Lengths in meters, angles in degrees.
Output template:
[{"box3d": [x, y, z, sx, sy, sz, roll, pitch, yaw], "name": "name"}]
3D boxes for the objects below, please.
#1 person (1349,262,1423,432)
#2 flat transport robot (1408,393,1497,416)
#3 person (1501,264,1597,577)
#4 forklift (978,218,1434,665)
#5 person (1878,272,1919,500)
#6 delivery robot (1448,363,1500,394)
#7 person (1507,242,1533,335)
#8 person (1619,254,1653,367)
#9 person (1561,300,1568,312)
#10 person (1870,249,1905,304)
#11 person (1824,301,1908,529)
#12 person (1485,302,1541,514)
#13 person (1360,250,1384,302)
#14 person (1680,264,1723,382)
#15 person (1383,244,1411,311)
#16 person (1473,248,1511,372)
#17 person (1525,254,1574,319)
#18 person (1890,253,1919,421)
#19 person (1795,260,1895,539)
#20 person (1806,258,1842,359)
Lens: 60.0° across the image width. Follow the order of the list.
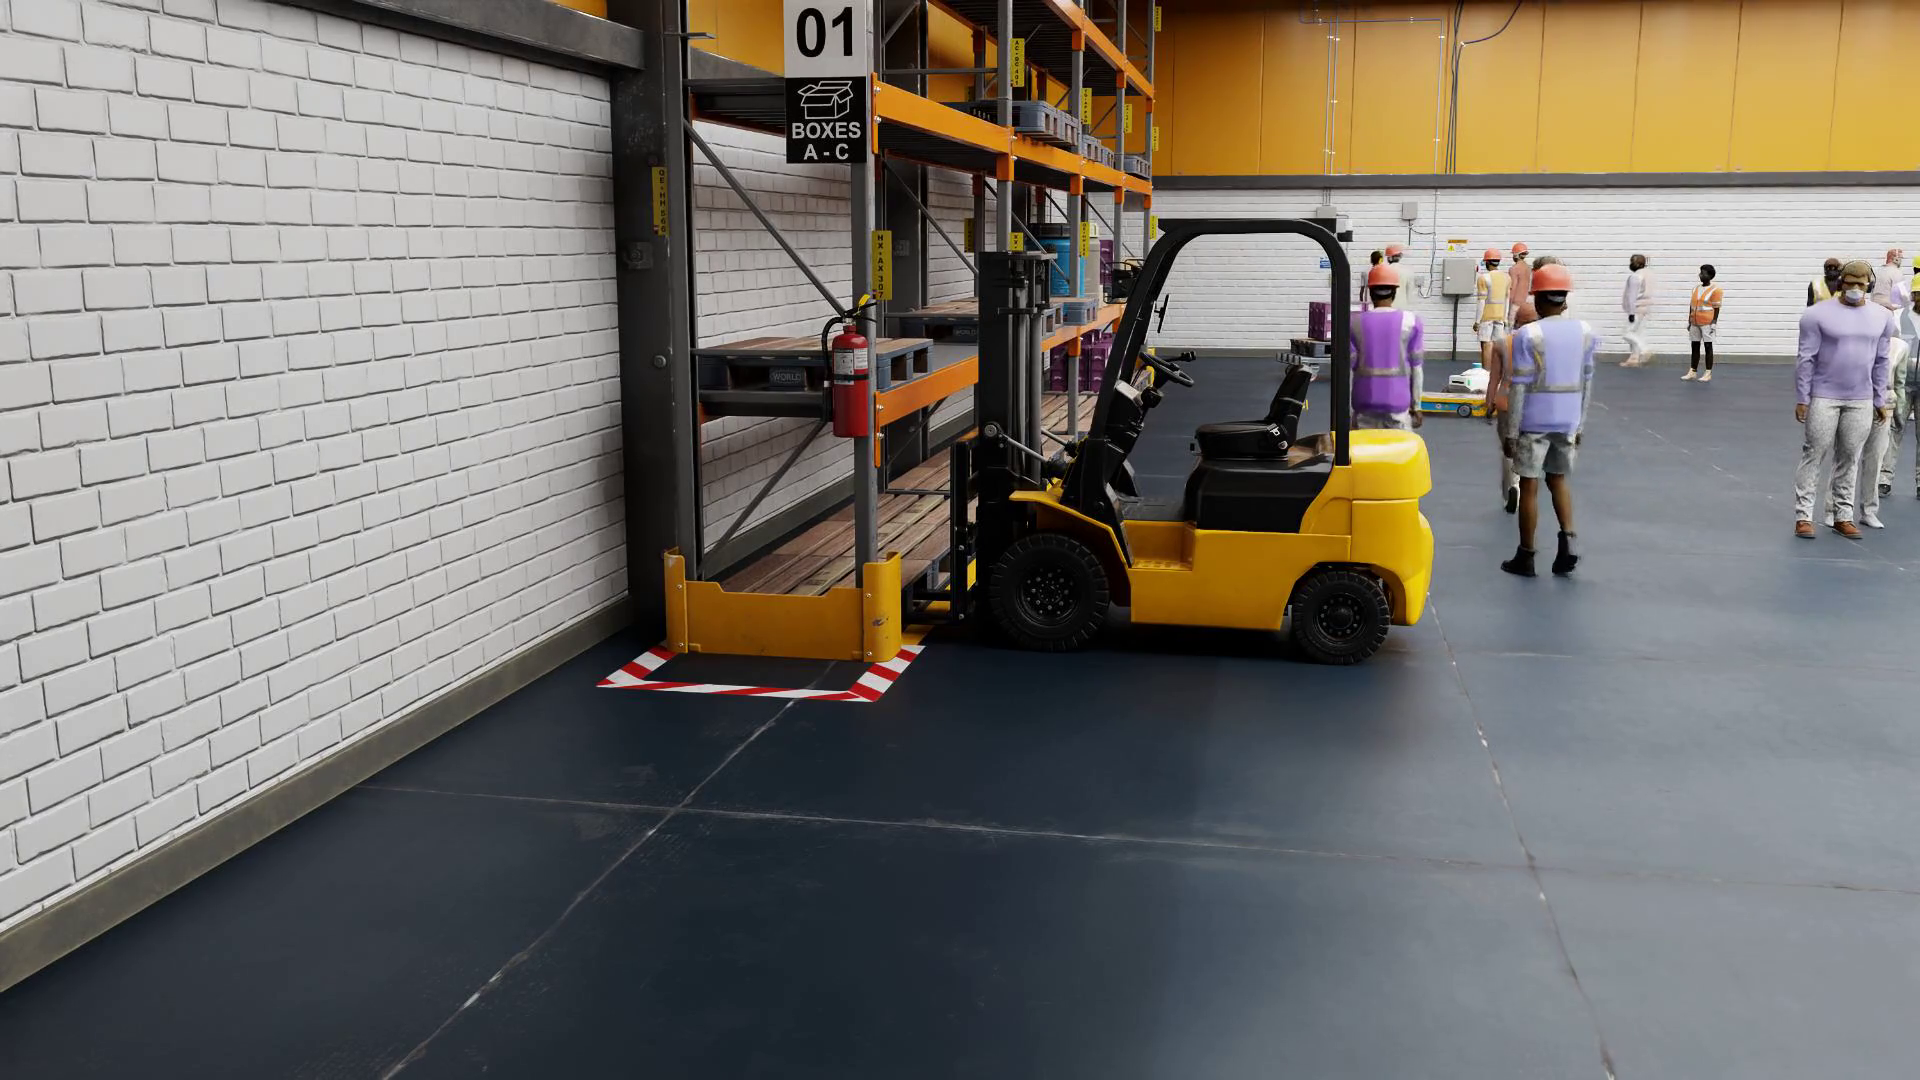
[{"box3d": [2.904, -0.951, 11.479, 0.579, 1.920, 0.602, 3, 11, 16], "name": "person"}, {"box3d": [5.674, -1.617, 19.667, 1.431, 0.197, 0.652, 4, 11, 22], "name": "flat transport robot"}, {"box3d": [3.602, -0.720, 10.251, 0.560, 1.921, 0.448, -2, 11, -10], "name": "person"}, {"box3d": [1.285, -0.567, 8.635, 2.313, 2.155, 1.214, 2, 11, 11], "name": "forklift"}, {"box3d": [7.621, -1.231, 13.263, 0.592, 1.833, 0.404, 6, 12, 30], "name": "person"}, {"box3d": [6.272, -1.903, 20.196, 0.707, 0.478, 0.477, -7, 12, -35], "name": "delivery robot"}, {"box3d": [9.155, -3.877, 27.324, 0.622, 1.993, 0.383, -8, 13, -38], "name": "person"}, {"box3d": [10.852, -3.657, 26.602, 0.632, 1.830, 0.521, -10, 14, -44], "name": "person"}, {"box3d": [5.372, -1.480, 15.177, 0.268, 1.630, 0.507, 0, 10, -1], "name": "person"}, {"box3d": [14.411, -3.554, 25.807, 0.401, 1.904, 0.651, -1, 10, -5], "name": "person"}, {"box3d": [6.507, -0.894, 11.954, 0.523, 1.636, 0.310, 1, 10, 7], "name": "person"}, {"box3d": [4.218, -0.986, 12.548, 0.533, 1.612, 0.675, 7, 13, 34], "name": "person"}, {"box3d": [6.927, -3.898, 27.791, 0.532, 1.868, 0.309, 10, 14, 43], "name": "person"}, {"box3d": [10.755, -3.137, 24.082, 0.319, 1.699, 0.532, -5, 11, -24], "name": "person"}, {"box3d": [6.636, -3.583, 25.761, 0.659, 1.971, 0.706, -5, 11, -24], "name": "person"}, {"box3d": [7.434, -3.121, 23.340, 0.552, 1.935, 0.373, -4, 11, -22], "name": "person"}, {"box3d": [5.538, -1.737, 15.769, 0.639, 1.925, 0.466, -8, 13, -38], "name": "person"}, {"box3d": [10.792, -2.288, 18.814, 0.585, 1.922, 0.372, 0, 10, -2], "name": "person"}, {"box3d": [6.117, -0.967, 11.545, 0.627, 1.934, 0.370, 1, 10, 6], "name": "person"}, {"box3d": [11.955, -2.949, 22.815, 0.660, 1.809, 0.596, 5, 12, 27], "name": "person"}]
